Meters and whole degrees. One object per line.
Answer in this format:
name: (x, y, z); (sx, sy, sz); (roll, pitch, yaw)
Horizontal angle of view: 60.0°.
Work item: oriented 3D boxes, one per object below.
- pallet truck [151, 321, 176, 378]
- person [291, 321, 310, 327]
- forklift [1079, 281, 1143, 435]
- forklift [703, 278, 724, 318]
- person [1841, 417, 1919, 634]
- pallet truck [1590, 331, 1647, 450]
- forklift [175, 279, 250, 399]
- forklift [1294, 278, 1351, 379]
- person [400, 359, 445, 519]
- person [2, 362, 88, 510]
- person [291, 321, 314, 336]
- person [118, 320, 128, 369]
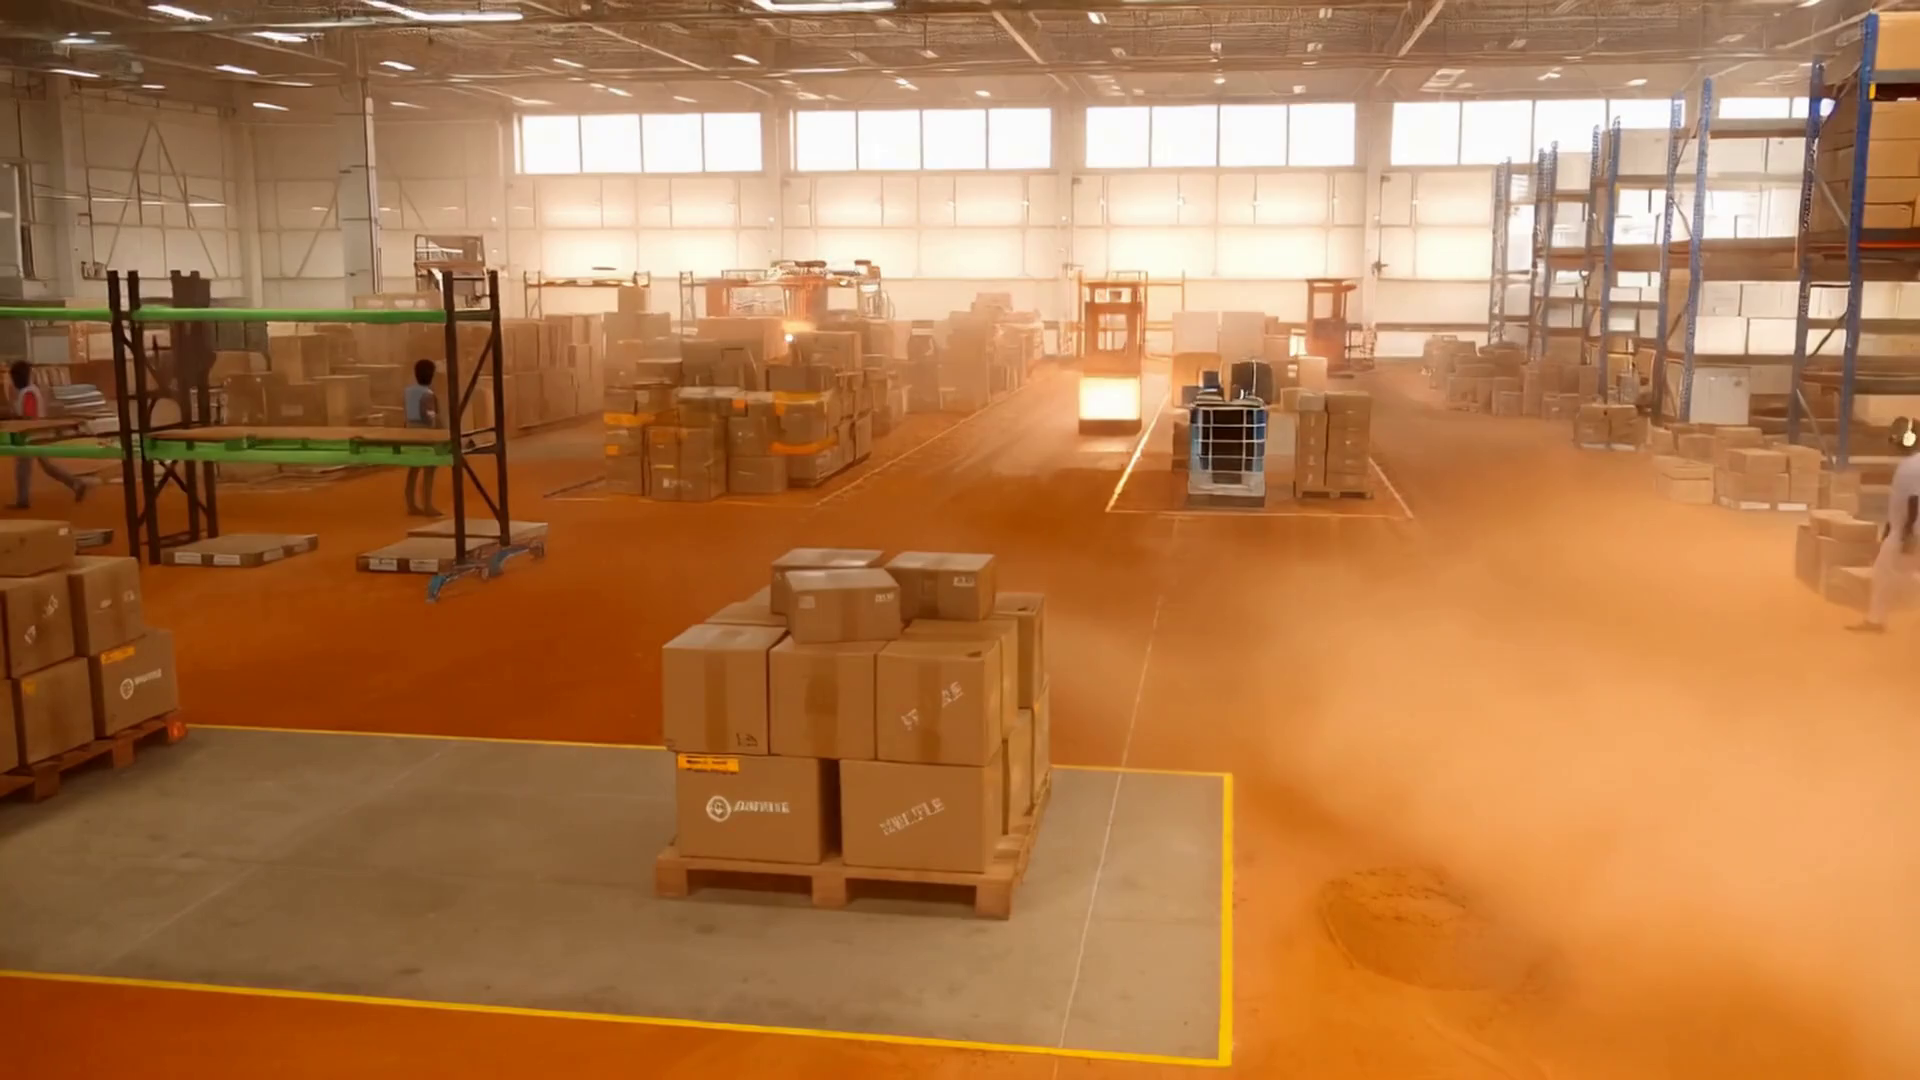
pallet truck: (-21.869, -5.598, 47.154); (0.823, 1.965, 1.885); (4, 10, 26)
person: (-19.676, -5.923, 49.654); (0.651, 1.850, 0.456); (1, 9, 4)
forklift: (2.838, -3.426, 31.042); (1.129, 2.768, 1.873); (1, 9, 9)
forklift: (-6.668, -5.726, 45.231); (1.873, 2.768, 1.129); (1, 9, 6)
person: (7.856, -0.100, 13.737); (0.808, 1.845, 0.522); (6, 11, 34)
pallet truck: (11.253, -2.573, 28.499); (0.823, 1.965, 1.885); (5, 10, 27)
forklift: (-18.009, -4.785, 39.428); (1.129, 2.768, 1.873); (8, 12, 40)
forklift: (10.131, -5.935, 46.521); (1.129, 2.768, 1.873); (-1, 9, -6)
person: (-6.570, -1.231, 20.365); (0.606, 1.958, 0.380); (6, 11, 32)
person: (-11.748, -1.333, 21.233); (0.917, 1.880, 0.596); (-8, 12, -40)
person: (-17.227, -5.009, 43.702); (0.627, 1.940, 0.371); (1, 9, 3)
person: (-25.948, -6.093, 51.342); (0.317, 1.629, 0.509); (-1, 9, -5)
